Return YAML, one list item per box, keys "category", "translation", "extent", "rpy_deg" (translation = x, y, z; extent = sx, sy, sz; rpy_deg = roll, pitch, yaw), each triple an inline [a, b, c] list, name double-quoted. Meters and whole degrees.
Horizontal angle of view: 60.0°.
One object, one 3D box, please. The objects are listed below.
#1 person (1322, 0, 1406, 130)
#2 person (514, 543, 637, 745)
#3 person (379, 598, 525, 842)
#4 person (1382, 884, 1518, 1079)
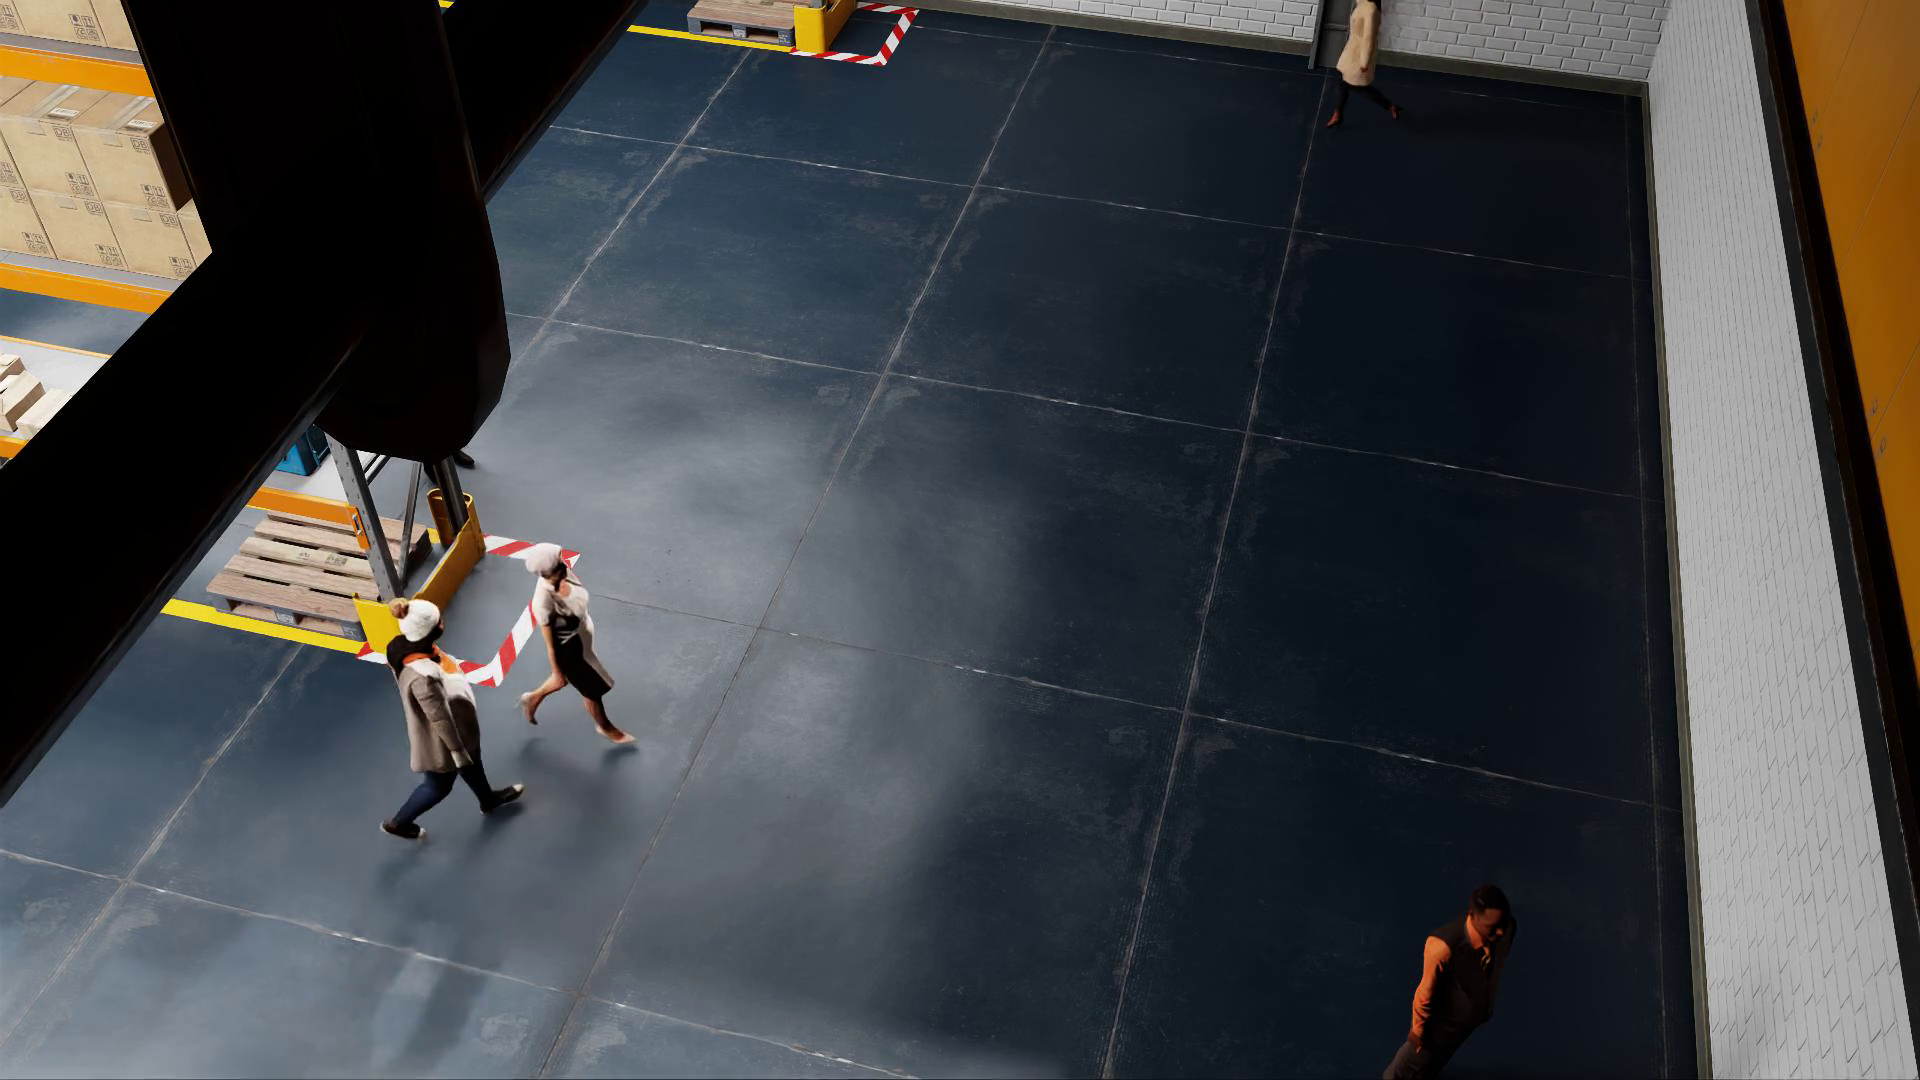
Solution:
- category: "person"
  translation: [3.950, -4.643, 15.949]
  extent: [1.047, 1.655, 0.813]
  rpy_deg: [5, 44, 5]
- category: "person"
  translation: [-2.495, 0.670, 10.315]
  extent: [1.054, 1.734, 0.739]
  rpy_deg: [3, 44, 3]
- category: "person"
  translation: [-3.171, 1.107, 9.757]
  extent: [1.261, 1.871, 1.167]
  rpy_deg: [-19, 47, -19]
- category: "person"
  translation: [2.486, 2.338, 8.437]
  extent: [0.776, 1.908, 0.845]
  rpy_deg: [-20, 47, -20]
